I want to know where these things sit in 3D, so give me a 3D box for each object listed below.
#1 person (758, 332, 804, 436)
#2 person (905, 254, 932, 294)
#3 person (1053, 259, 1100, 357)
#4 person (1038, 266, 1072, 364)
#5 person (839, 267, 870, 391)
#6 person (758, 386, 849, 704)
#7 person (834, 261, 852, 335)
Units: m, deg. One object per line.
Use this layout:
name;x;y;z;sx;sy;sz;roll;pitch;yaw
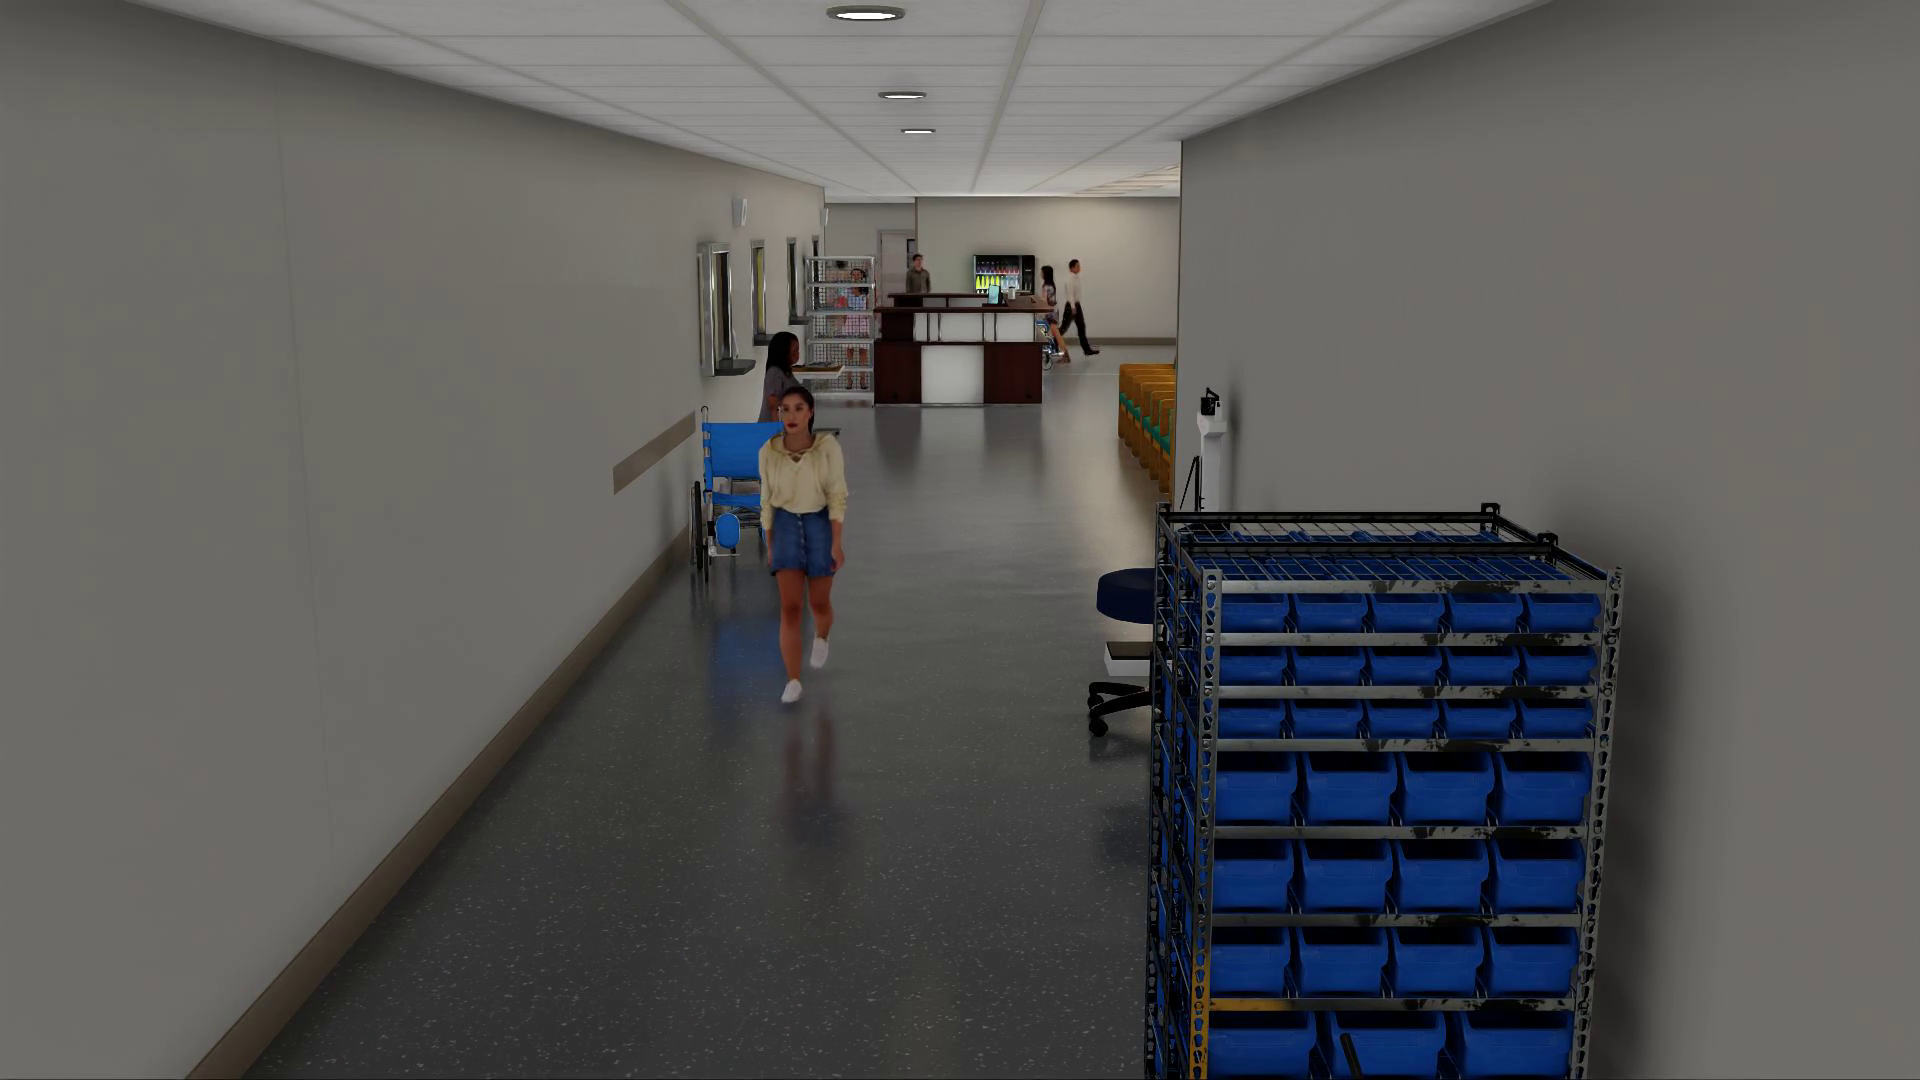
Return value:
person;-1.459;-0.868;13.328;0.648;1.603;0.639;-1;11;-3
person;-0.865;-4.702;32.891;1.192;1.841;1.098;-6;12;-27
person;1.989;-4.243;30.696;1.288;1.757;1.017;5;12;24
person;1.667;-3.907;29.142;1.197;1.678;0.809;3;11;15
person;-1.538;-3.154;24.793;0.668;1.818;0.769;-1;11;-5
person;-0.793;0.011;8.694;1.026;1.604;0.716;0;11;2
person;-2.440;-5.118;35.370;1.154;1.736;1.021;6;12;29
